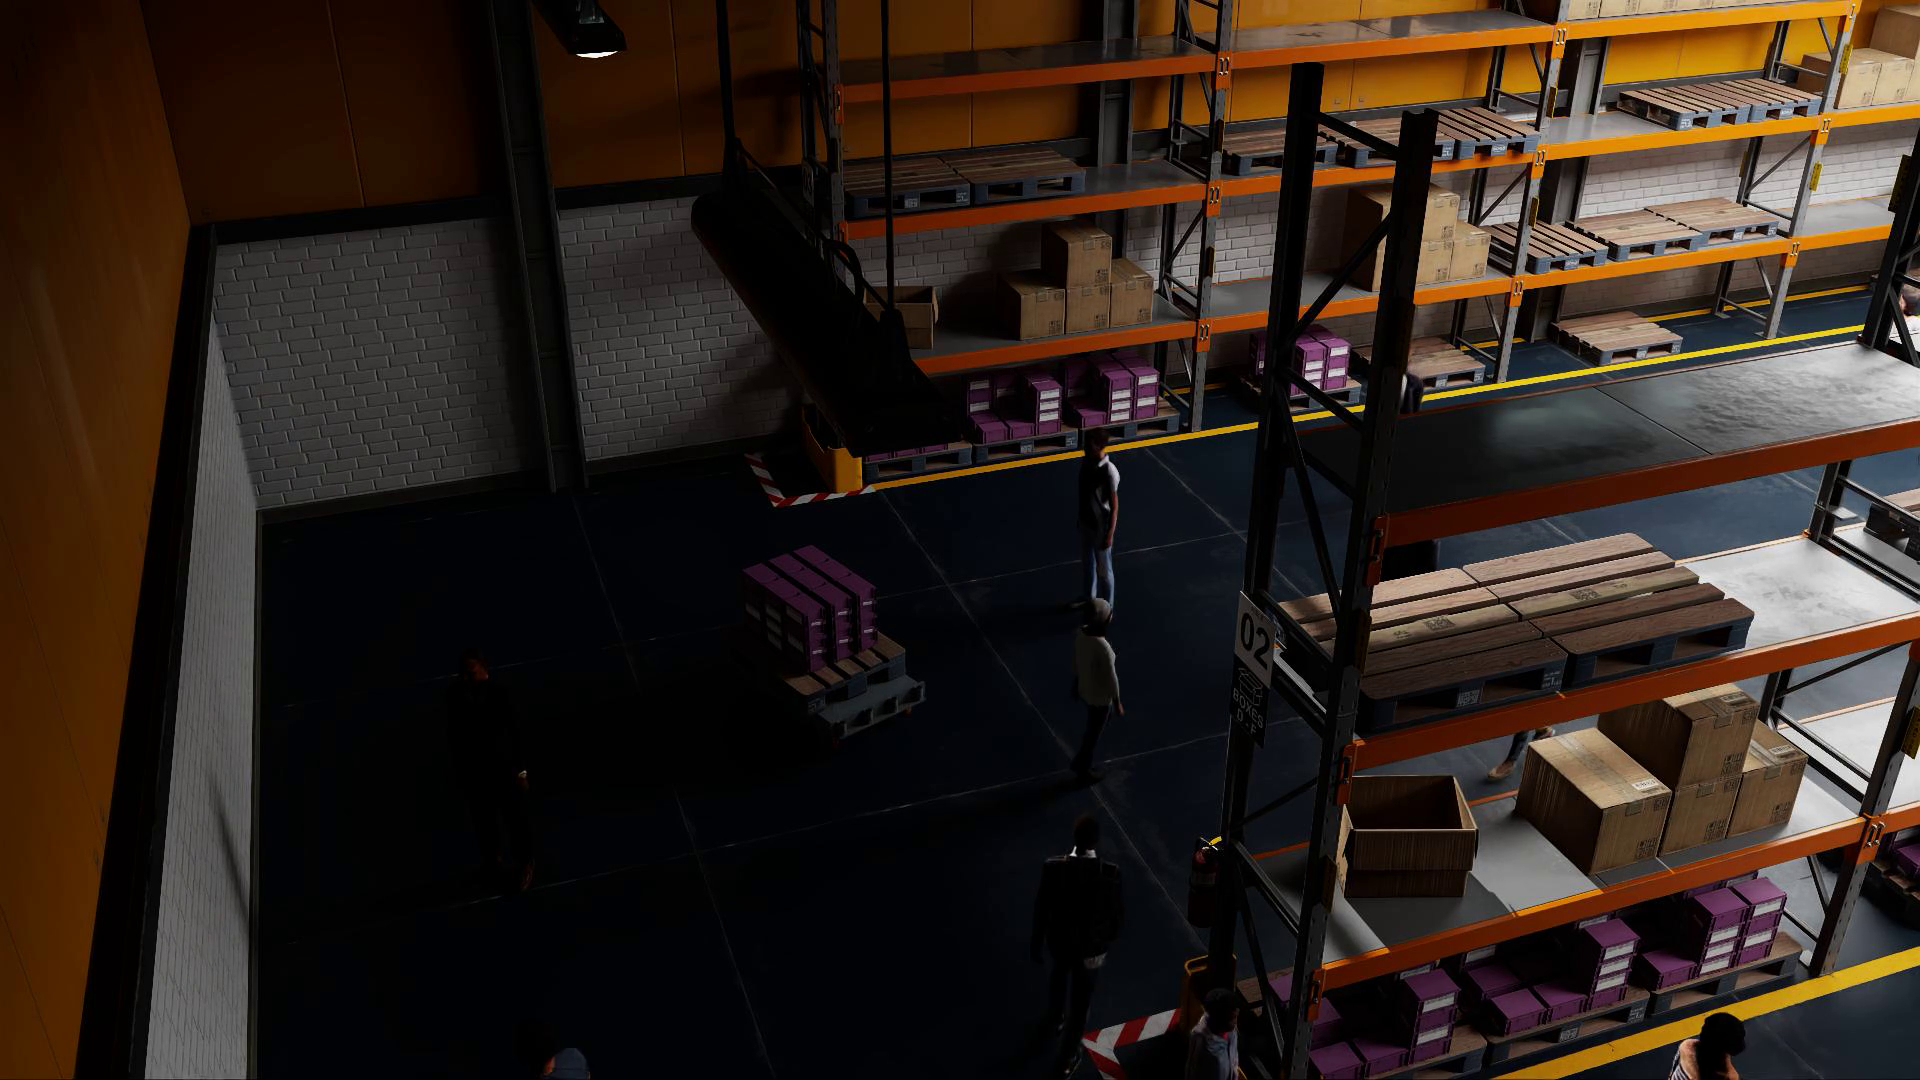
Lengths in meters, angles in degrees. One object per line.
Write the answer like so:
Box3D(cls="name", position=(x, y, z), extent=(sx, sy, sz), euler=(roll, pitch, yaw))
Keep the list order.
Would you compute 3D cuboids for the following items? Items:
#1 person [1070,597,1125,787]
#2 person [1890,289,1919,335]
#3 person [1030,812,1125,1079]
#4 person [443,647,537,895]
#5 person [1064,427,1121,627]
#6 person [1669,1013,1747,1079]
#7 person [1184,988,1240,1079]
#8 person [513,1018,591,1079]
Box3D(cls="person", position=(0.942, 1.156, 12.319), extent=(0.582, 1.633, 0.579), euler=(-12, 31, -21))
Box3D(cls="person", position=(9.992, -1.914, 17.900), extent=(0.774, 1.679, 0.780), euler=(-24, 37, -37))
Box3D(cls="person", position=(0.671, 2.450, 9.778), extent=(0.936, 1.796, 0.978), euler=(7, 29, 12))
Box3D(cls="person", position=(-3.192, 1.548, 11.318), extent=(0.731, 1.904, 0.860), euler=(4, 29, 8))
Box3D(cls="person", position=(1.191, -0.140, 14.468), extent=(0.578, 1.851, 0.682), euler=(-14, 32, -24))
Box3D(cls="person", position=(3.829, 3.110, 8.550), extent=(0.560, 1.813, 0.585), euler=(-10, 30, -17))
Box3D(cls="person", position=(1.382, 2.978, 9.388), extent=(0.839, 1.243, 0.692), euler=(-21, 35, -33))
Box3D(cls="person", position=(-1.977, 3.157, 8.478), extent=(0.942, 1.800, 0.881), euler=(15, 32, 25))
